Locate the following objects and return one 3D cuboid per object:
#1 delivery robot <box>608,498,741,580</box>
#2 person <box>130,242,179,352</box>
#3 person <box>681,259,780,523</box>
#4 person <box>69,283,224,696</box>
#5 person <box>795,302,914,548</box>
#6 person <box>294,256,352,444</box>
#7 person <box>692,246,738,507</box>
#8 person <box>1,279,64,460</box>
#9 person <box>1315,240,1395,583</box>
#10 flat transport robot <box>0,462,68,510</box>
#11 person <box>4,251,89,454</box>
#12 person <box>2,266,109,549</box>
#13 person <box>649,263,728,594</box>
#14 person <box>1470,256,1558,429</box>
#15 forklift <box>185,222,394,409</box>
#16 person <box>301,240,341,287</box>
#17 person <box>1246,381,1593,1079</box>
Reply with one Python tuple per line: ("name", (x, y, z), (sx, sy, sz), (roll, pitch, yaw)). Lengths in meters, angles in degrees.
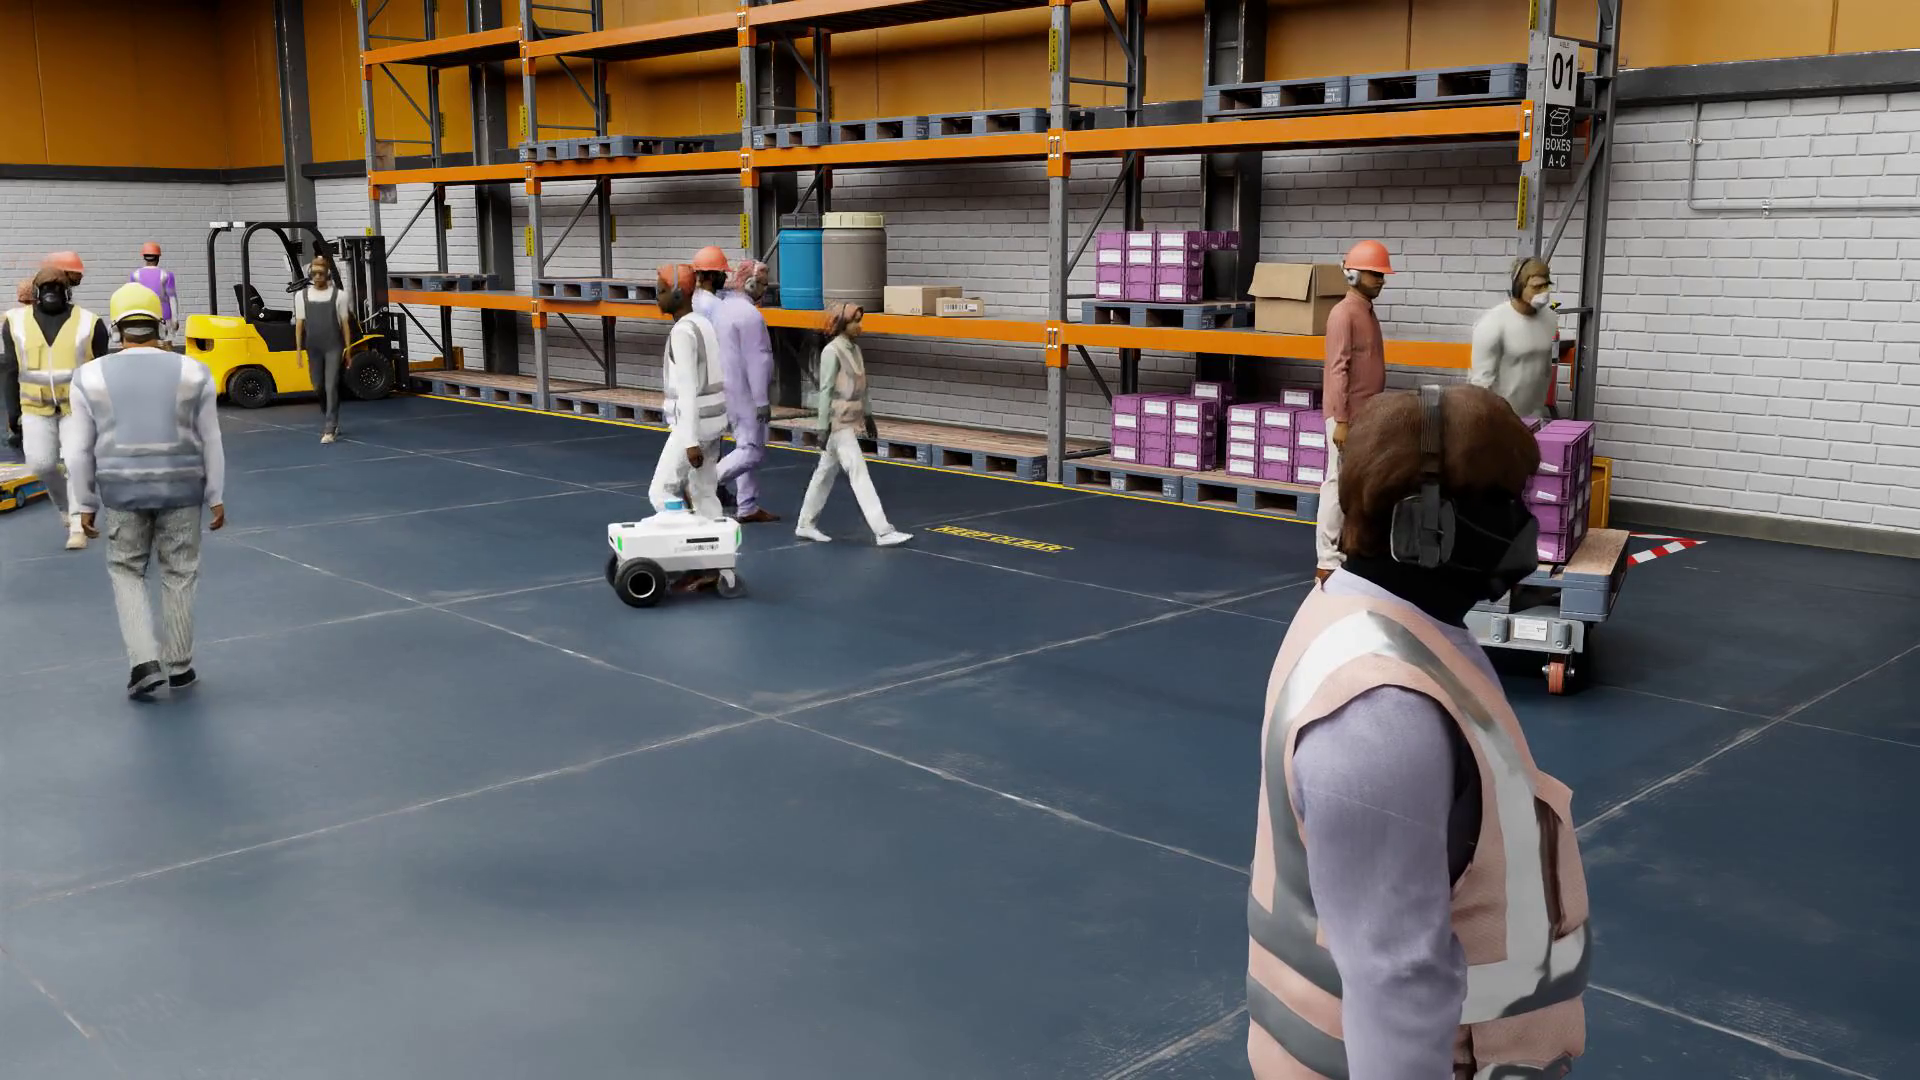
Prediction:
("delivery robot", (-1.590, 0.009, 9.291), (0.707, 0.478, 0.477), (-4, 11, -19))
("person", (-10.613, -2.959, 21.970), (0.551, 1.933, 0.377), (-3, 11, -14))
("person", (-1.580, -0.988, 11.431), (0.683, 1.862, 0.651), (-4, 11, -22))
("person", (-3.529, -0.203, 7.261), (0.598, 1.821, 0.447), (-5, 11, -23))
("person", (-0.725, -0.748, 10.829), (0.856, 1.586, 0.536), (3, 11, 14))
("person", (-6.275, -1.886, 16.444), (0.513, 1.823, 0.810), (-2, 11, -8))
("person", (-1.850, -1.213, 12.442), (0.361, 1.938, 0.545), (-7, 13, -34))
("person", (-8.253, -1.514, 14.898), (0.513, 1.639, 0.313), (-5, 11, -24))
("person", (2.289, -0.725, 9.627), (0.393, 1.990, 0.617), (6, 12, 28))
("flat transport robot", (-7.321, -0.413, 12.627), (0.652, 0.197, 1.431), (-1, 10, -5))
("person", (-8.341, -1.719, 15.355), (0.989, 1.894, 0.555), (-4, 11, -19))
("person", (-5.871, -0.874, 10.878), (0.636, 1.823, 0.700), (-3, 11, -18))
("person", (-1.510, -0.608, 9.348), (0.456, 1.867, 0.577), (2, 11, 9))
("person", (3.177, -0.673, 9.582), (0.649, 1.907, 0.490), (-6, 12, -29))
("forklift", (-8.169, -2.758, 20.163), (2.313, 2.155, 1.214), (-10, 14, -44))
("person", (-9.202, -3.364, 24.089), (0.613, 1.965, 0.361), (1, 10, 3))
("person", (0.590, 0.714, 2.196), (0.429, 1.844, 0.627), (2, 11, 11))
